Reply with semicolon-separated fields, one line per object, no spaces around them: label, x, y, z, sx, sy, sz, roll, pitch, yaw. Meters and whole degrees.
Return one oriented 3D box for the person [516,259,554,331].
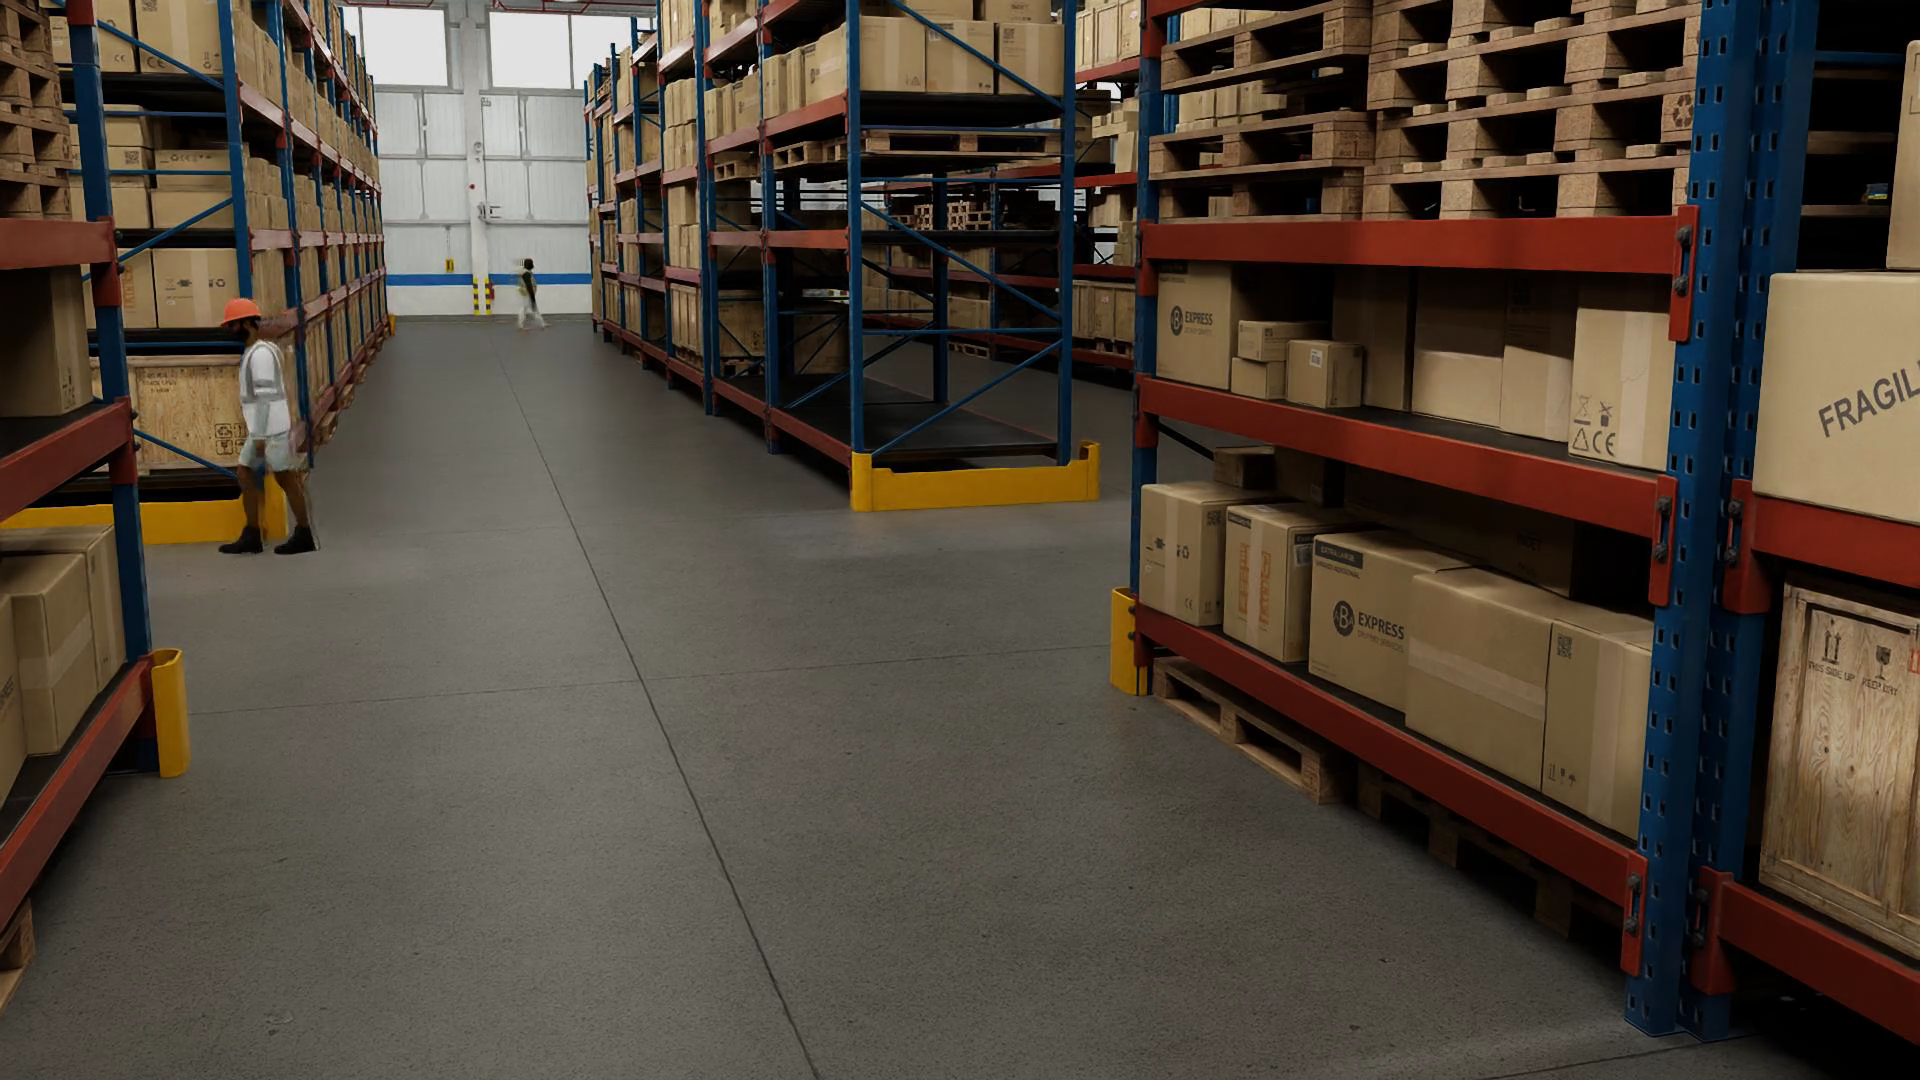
person;-10.697;-6.128;41.637;0.953;1.792;0.646;-2;11;-10

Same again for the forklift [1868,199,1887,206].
forklift;11.338;-2.915;21.052;1.129;2.768;1.873;-3;11;-17

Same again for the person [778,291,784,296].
person;-3.561;-4.663;33.838;0.488;1.721;0.697;-1;10;-3

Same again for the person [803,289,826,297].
person;-3.341;-5.467;37.730;0.600;1.906;0.992;-1;10;-5

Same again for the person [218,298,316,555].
person;-5.179;-0.814;12.211;0.797;1.894;0.696;-6;12;-31
